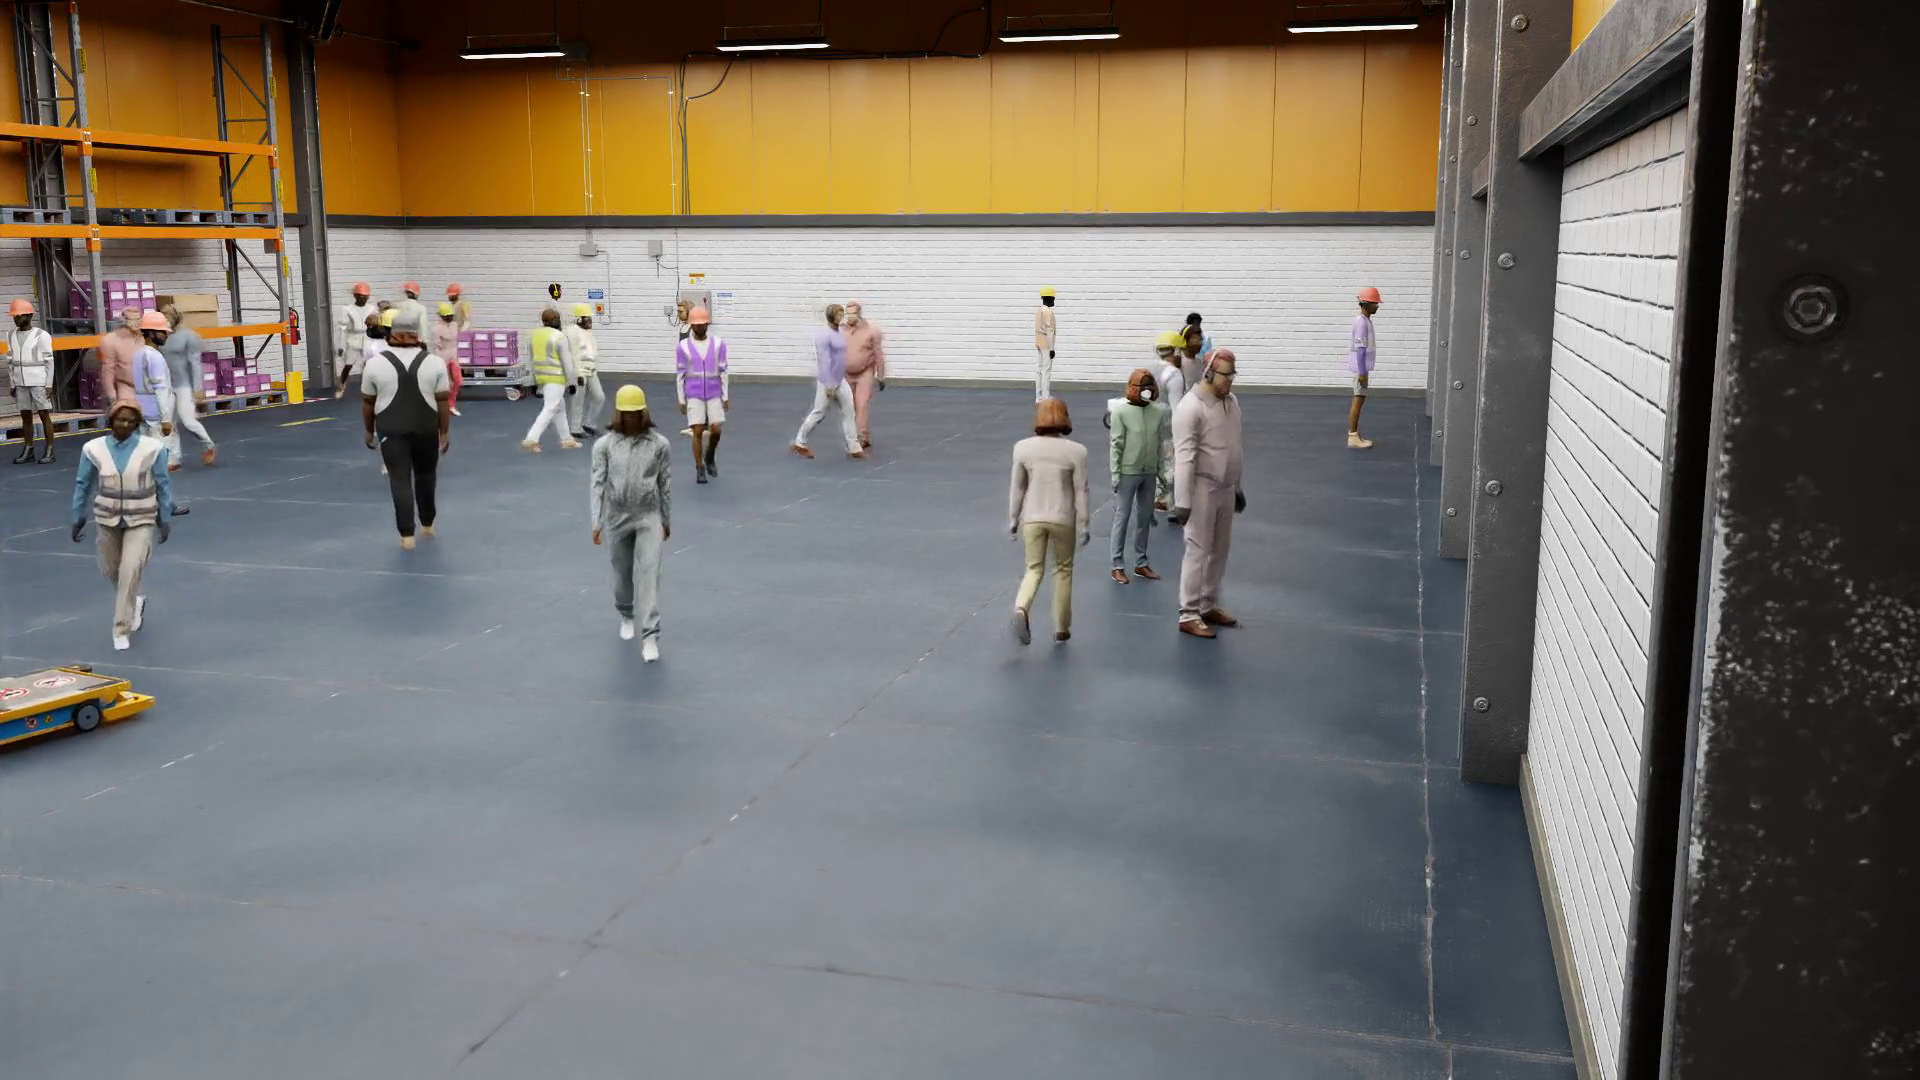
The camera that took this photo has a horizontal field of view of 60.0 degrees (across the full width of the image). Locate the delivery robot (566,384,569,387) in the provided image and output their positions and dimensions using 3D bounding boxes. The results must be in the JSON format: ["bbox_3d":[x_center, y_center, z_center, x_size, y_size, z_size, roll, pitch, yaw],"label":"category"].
[{"bbox_3d":[-6.853,-2.743,28.224,0.707,0.478,0.477,0,10,1],"label":"delivery robot"}]

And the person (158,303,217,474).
[{"bbox_3d":[-8.812,-1.716,18.807,0.641,1.916,0.640,2,10,14],"label":"person"}]

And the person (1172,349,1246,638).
[{"bbox_3d":[1.614,-0.309,10.942,0.457,1.891,0.681,8,13,38],"label":"person"}]

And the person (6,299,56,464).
[{"bbox_3d":[-10.916,-1.852,19.525,0.547,1.938,0.377,1,10,6],"label":"person"}]

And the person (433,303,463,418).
[{"bbox_3d":[-7.603,-2.659,24.673,0.510,1.728,0.548,5,11,28],"label":"person"}]

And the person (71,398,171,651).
[{"bbox_3d":[-5.378,-0.128,10.733,0.586,1.599,0.635,-3,10,-17],"label":"person"}]

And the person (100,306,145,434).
[{"bbox_3d":[-9.245,-1.678,18.654,0.521,1.889,0.669,8,13,39],"label":"person"}]

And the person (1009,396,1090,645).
[{"bbox_3d":[0.551,-0.101,10.549,0.523,1.608,0.613,3,10,16],"label":"person"}]

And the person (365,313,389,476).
[{"bbox_3d":[-6.358,-1.614,18.510,0.445,1.820,0.630,-7,12,-36],"label":"person"}]

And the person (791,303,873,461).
[{"bbox_3d":[-1.579,-1.887,19.882,1.013,1.898,0.644,4,11,22],"label":"person"}]

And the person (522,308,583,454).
[{"bbox_3d":[-5.122,-1.976,20.676,0.618,1.798,0.952,8,13,39],"label":"person"}]

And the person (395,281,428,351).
[{"bbox_3d":[-9.315,-3.397,28.194,0.625,1.972,0.831,3,10,14],"label":"person"}]

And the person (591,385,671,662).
[{"bbox_3d":[-2.077,-0.143,10.533,0.501,1.700,0.903,-2,10,-12],"label":"person"}]

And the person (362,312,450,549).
[{"bbox_3d":[-4.760,-0.982,14.311,0.701,2.000,0.987,-4,11,-21],"label":"person"}]

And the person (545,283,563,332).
[{"bbox_3d":[-7.463,-3.801,30.752,0.328,1.873,0.518,-8,13,-38],"label":"person"}]

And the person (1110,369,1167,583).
[{"bbox_3d":[1.359,-0.492,12.686,0.504,1.632,0.269,-6,12,-30],"label":"person"}]

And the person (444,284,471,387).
[{"bbox_3d":[-9.006,-3.665,29.955,0.578,1.884,0.591,9,13,40],"label":"person"}]

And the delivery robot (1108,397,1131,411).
[{"bbox_3d":[2.427,-1.847,23.146,0.707,0.478,0.477,6,11,30],"label":"delivery robot"}]

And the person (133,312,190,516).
[{"bbox_3d":[-7.629,-1.196,15.823,0.375,1.934,0.548,-10,14,-44],"label":"person"}]

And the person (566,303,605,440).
[{"bbox_3d":[-4.934,-2.208,21.907,0.495,1.815,0.602,3,11,19],"label":"person"}]

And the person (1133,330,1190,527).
[{"bbox_3d":[1.887,-0.991,15.028,0.606,1.800,0.619,-3,10,-16],"label":"person"}]

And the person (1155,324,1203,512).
[{"bbox_3d":[2.220,-1.119,15.725,0.940,1.818,0.513,7,12,34],"label":"person"}]

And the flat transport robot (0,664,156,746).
[{"bbox_3d":[-5.016,0.910,8.609,0.652,0.197,1.431,5,11,27],"label":"flat transport robot"}]

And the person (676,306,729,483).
[{"bbox_3d":[-2.780,-1.569,17.974,0.564,1.918,0.426,-3,10,-15],"label":"person"}]

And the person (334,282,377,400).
[{"bbox_3d":[-9.910,-3.233,27.248,0.649,1.990,1.040,-9,13,-40],"label":"person"}]

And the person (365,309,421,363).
[{"bbox_3d":[-6.092,-1.548,17.932,0.592,1.902,0.755,-6,11,-29],"label":"person"}]

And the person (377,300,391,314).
[{"bbox_3d":[-10.021,-3.343,28.885,0.708,1.606,0.509,-8,13,-39],"label":"person"}]

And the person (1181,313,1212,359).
[{"bbox_3d":[3.190,-2.284,22.762,0.537,1.657,0.861,-3,11,-18],"label":"person"}]

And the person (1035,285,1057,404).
[{"bbox_3d":[1.395,-3.128,26.778,0.358,1.930,0.588,-3,10,-16],"label":"person"}]

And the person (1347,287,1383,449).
[{"bbox_3d":[5.136,-2.179,21.088,0.395,2.038,0.615,3,10,15],"label":"person"}]

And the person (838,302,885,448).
[{"bbox_3d":[-1.330,-2.028,20.747,0.653,1.854,0.994,4,11,21],"label":"person"}]

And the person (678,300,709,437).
[{"bbox_3d":[-3.618,-2.307,22.413,0.349,1.838,0.505,-7,12,-34],"label":"person"}]
